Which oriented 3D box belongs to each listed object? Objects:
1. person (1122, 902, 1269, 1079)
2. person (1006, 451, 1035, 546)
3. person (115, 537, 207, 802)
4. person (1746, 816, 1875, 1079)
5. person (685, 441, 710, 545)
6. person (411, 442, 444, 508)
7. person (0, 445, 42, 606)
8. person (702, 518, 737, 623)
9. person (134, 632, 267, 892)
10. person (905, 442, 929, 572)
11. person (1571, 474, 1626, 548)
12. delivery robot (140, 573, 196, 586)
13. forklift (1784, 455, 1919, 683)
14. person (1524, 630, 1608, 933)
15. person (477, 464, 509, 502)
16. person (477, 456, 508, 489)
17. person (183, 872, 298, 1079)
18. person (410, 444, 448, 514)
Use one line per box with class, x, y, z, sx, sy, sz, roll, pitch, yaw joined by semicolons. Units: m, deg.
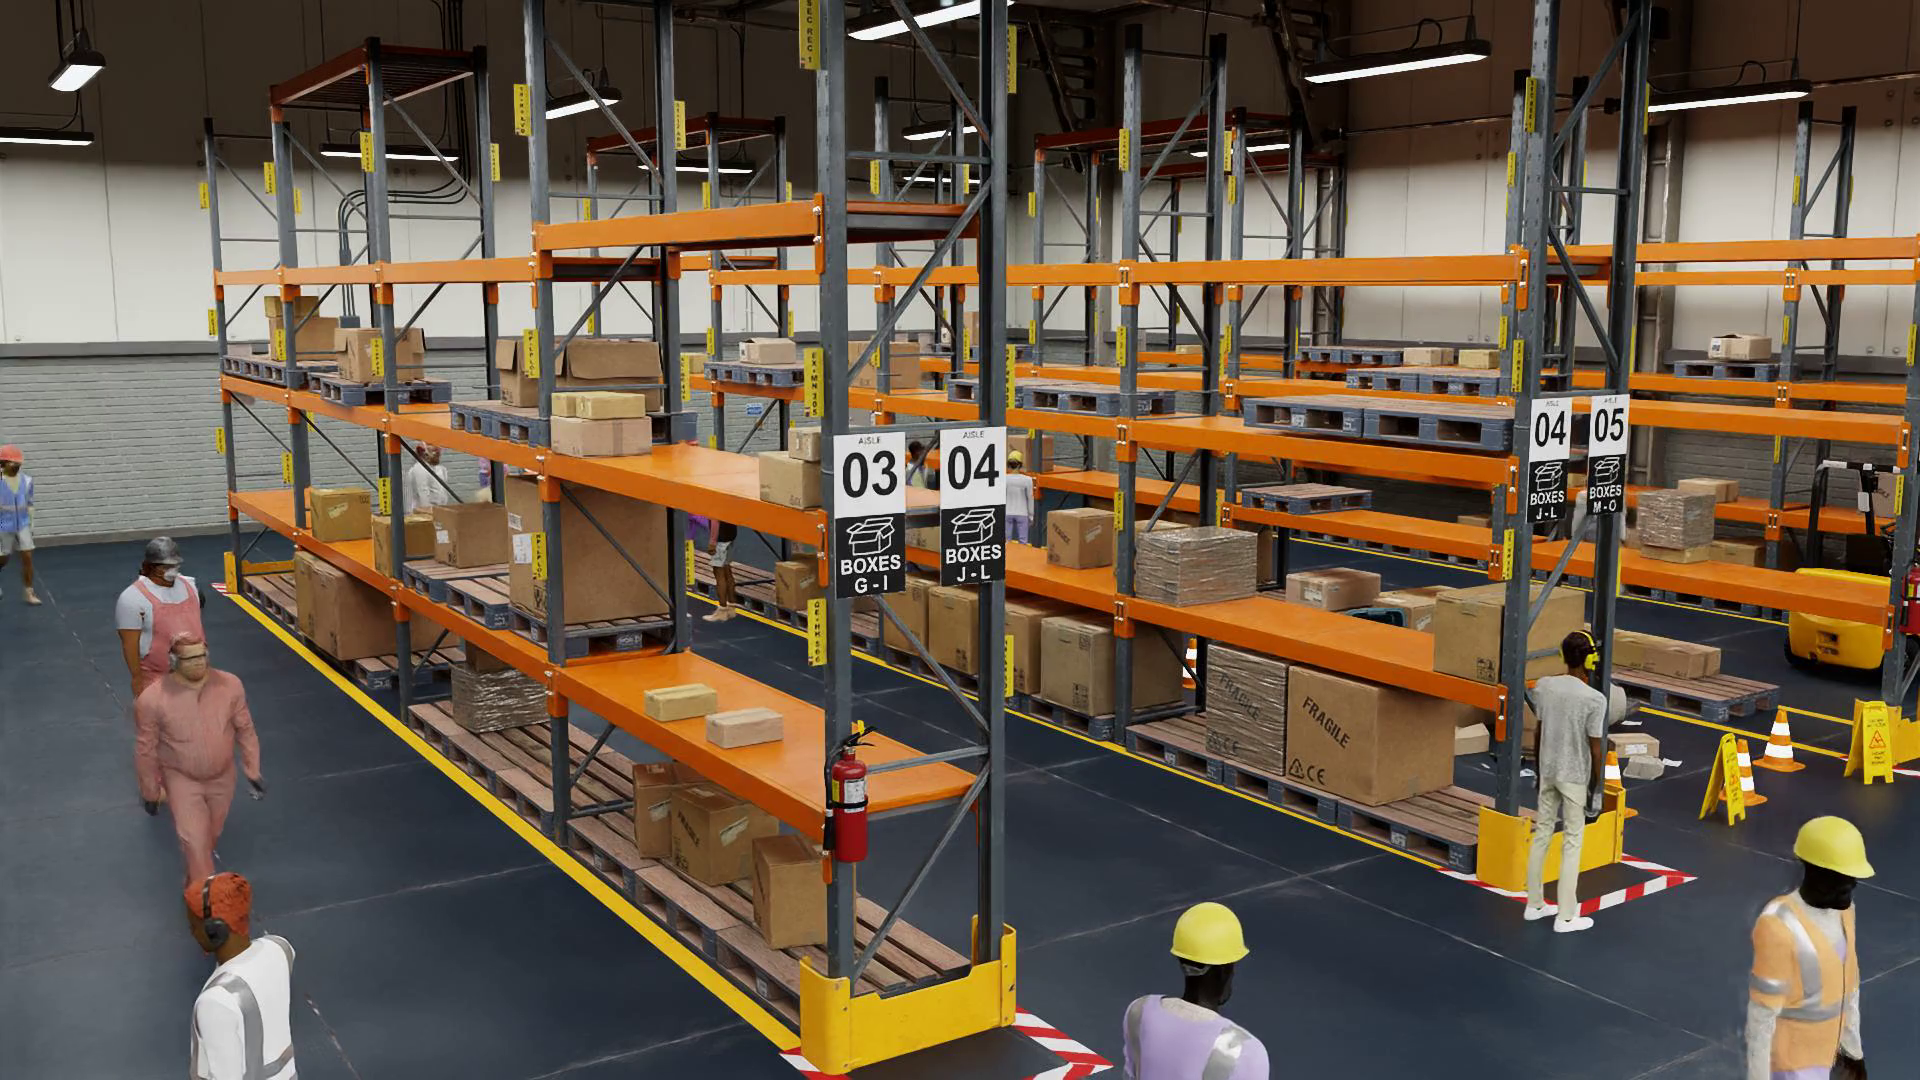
person;0.790;2.142;5.533;0.394;1.917;0.587;-7;11;-40
person;0.750;-0.323;22.426;0.524;1.769;0.309;2;9;15
person;-6.089;0.976;12.863;0.539;2.000;0.689;4;9;25
person;3.326;1.998;6.511;0.585;1.911;0.424;-7;11;-40
person;-4.007;-0.742;25.360;0.674;1.725;0.565;3;9;19
person;-7.114;-0.375;22.285;0.409;1.913;0.651;-3;9;-16
person;-11.864;-0.191;20.742;0.859;2.017;0.618;6;11;36
person;-2.847;-0.039;19.684;0.409;2.028;0.615;2;9;10
person;-4.667;1.469;10.215;0.993;1.858;0.644;7;11;41
person;-0.602;-0.410;22.636;0.475;1.882;0.638;4;10;27
person;7.872;-0.047;20.530;0.622;1.783;0.552;-1;9;-8
delivery robot;-9.676;0.550;20.314;0.707;0.478;0.477;5;10;30
forklift;9.643;0.253;17.172;2.313;2.155;1.214;-6;10;-33
person;3.723;1.471;10.198;0.341;1.859;0.500;-6;10;-34
person;-5.997;-0.156;21.495;0.558;1.715;0.810;-6;11;-36
person;-6.714;-0.717;24.123;0.379;2.045;0.605;3;9;22
person;-2.561;2.090;5.952;0.355;1.887;0.574;0;9;0
person;-7.143;-0.369;22.399;0.421;1.865;0.618;7;11;38
